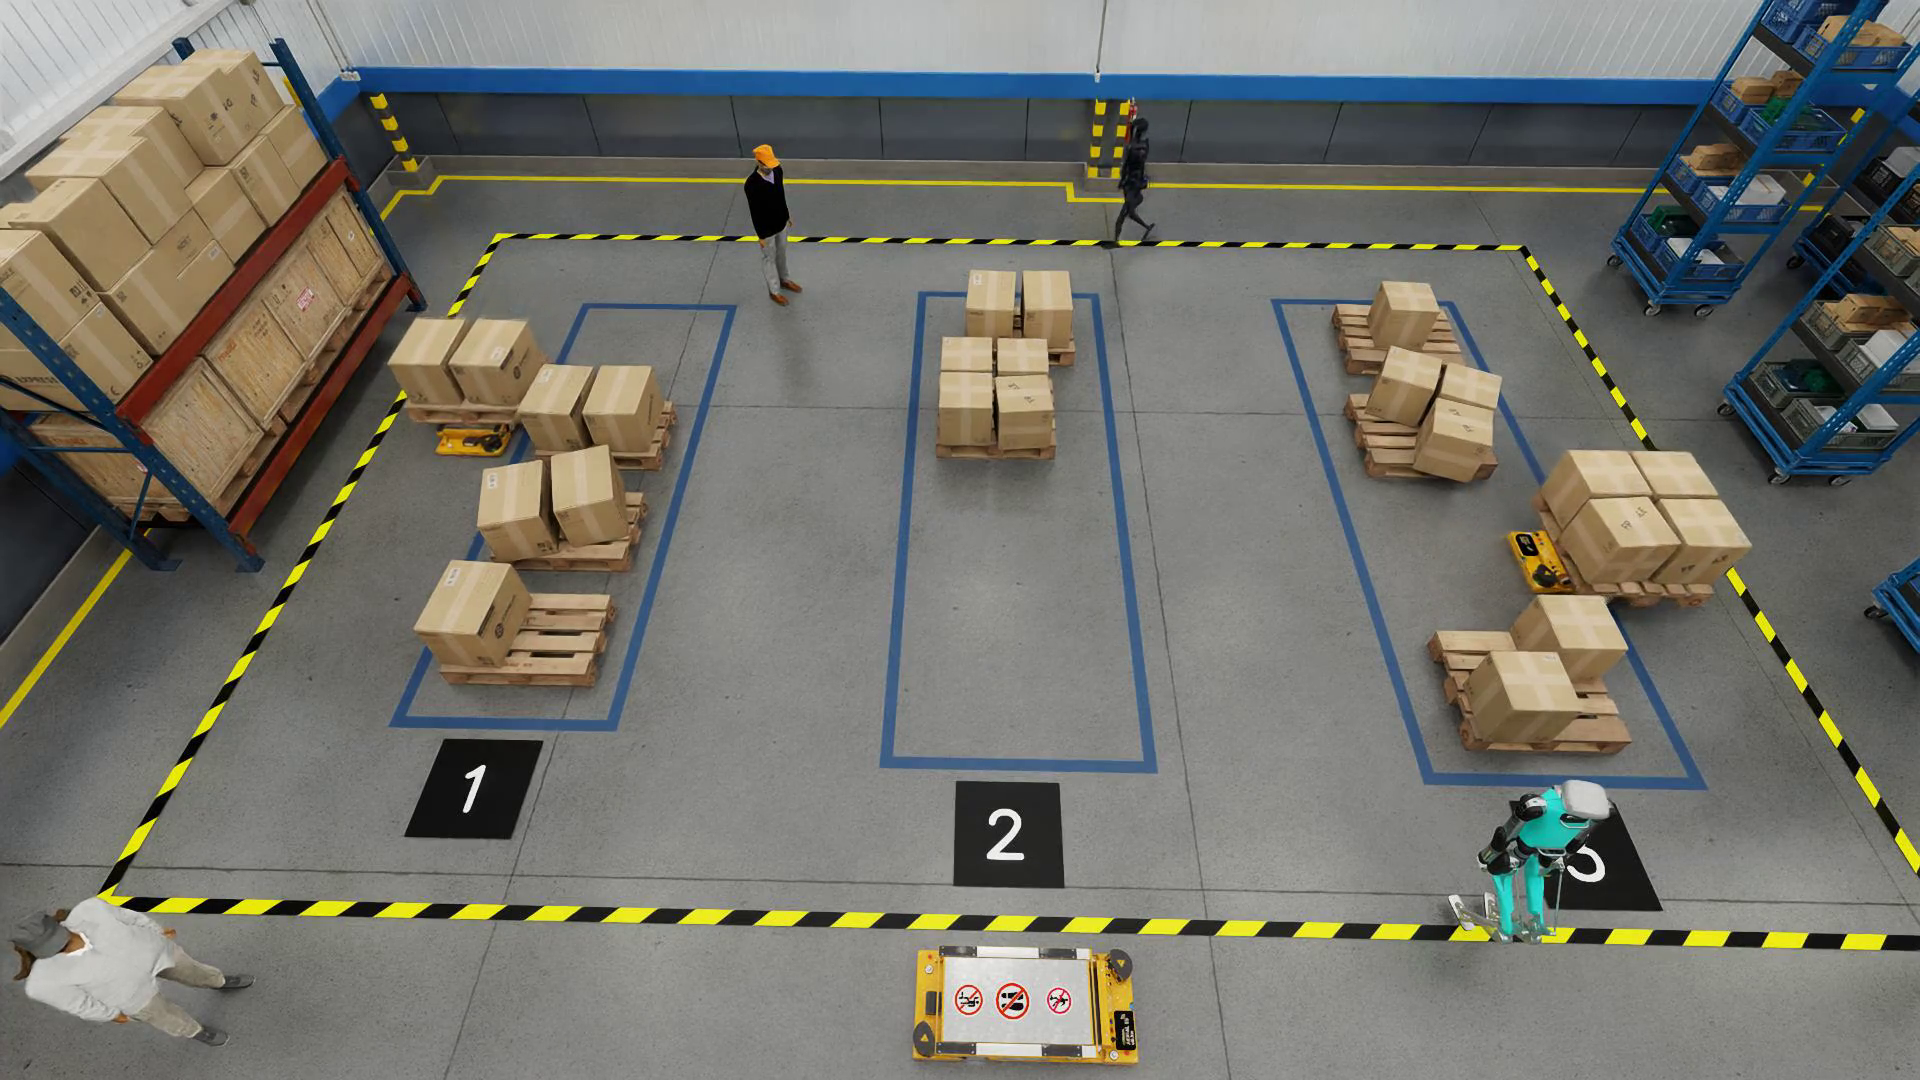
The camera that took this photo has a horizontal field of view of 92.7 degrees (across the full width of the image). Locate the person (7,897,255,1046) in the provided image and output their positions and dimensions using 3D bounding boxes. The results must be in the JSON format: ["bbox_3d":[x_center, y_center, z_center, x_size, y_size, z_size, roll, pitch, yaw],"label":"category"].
[{"bbox_3d":[-4.911,2.558,5.432,0.399,1.765,0.572,1,51,1],"label":"person"}]

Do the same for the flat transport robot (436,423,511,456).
[{"bbox_3d":[-4.952,-1.462,9.660,0.652,0.197,1.431,1,51,1],"label":"flat transport robot"}]

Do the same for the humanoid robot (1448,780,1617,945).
[{"bbox_3d":[3.578,2.143,5.704,0.533,1.677,0.735,1,51,1],"label":"humanoid robot"}]

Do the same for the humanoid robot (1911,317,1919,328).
[{"bbox_3d":[9.284,-1.921,9.161,0.584,1.633,0.598,-10,52,-8],"label":"humanoid robot"}]

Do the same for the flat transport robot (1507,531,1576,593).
[{"bbox_3d":[5.847,0.174,8.326,1.431,0.197,0.652,1,51,1],"label":"flat transport robot"}]

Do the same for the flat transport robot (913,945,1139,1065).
[{"bbox_3d":[0.422,3.041,6.007,1.431,0.231,0.659,1,51,1],"label":"flat transport robot"}]

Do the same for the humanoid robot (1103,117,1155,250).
[{"bbox_3d":[2.153,-4.301,11.103,0.696,1.632,0.612,-8,51,-6],"label":"humanoid robot"}]

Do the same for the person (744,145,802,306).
[{"bbox_3d":[-2.103,-3.556,10.347,0.388,1.878,0.585,24,55,18],"label":"person"}]
